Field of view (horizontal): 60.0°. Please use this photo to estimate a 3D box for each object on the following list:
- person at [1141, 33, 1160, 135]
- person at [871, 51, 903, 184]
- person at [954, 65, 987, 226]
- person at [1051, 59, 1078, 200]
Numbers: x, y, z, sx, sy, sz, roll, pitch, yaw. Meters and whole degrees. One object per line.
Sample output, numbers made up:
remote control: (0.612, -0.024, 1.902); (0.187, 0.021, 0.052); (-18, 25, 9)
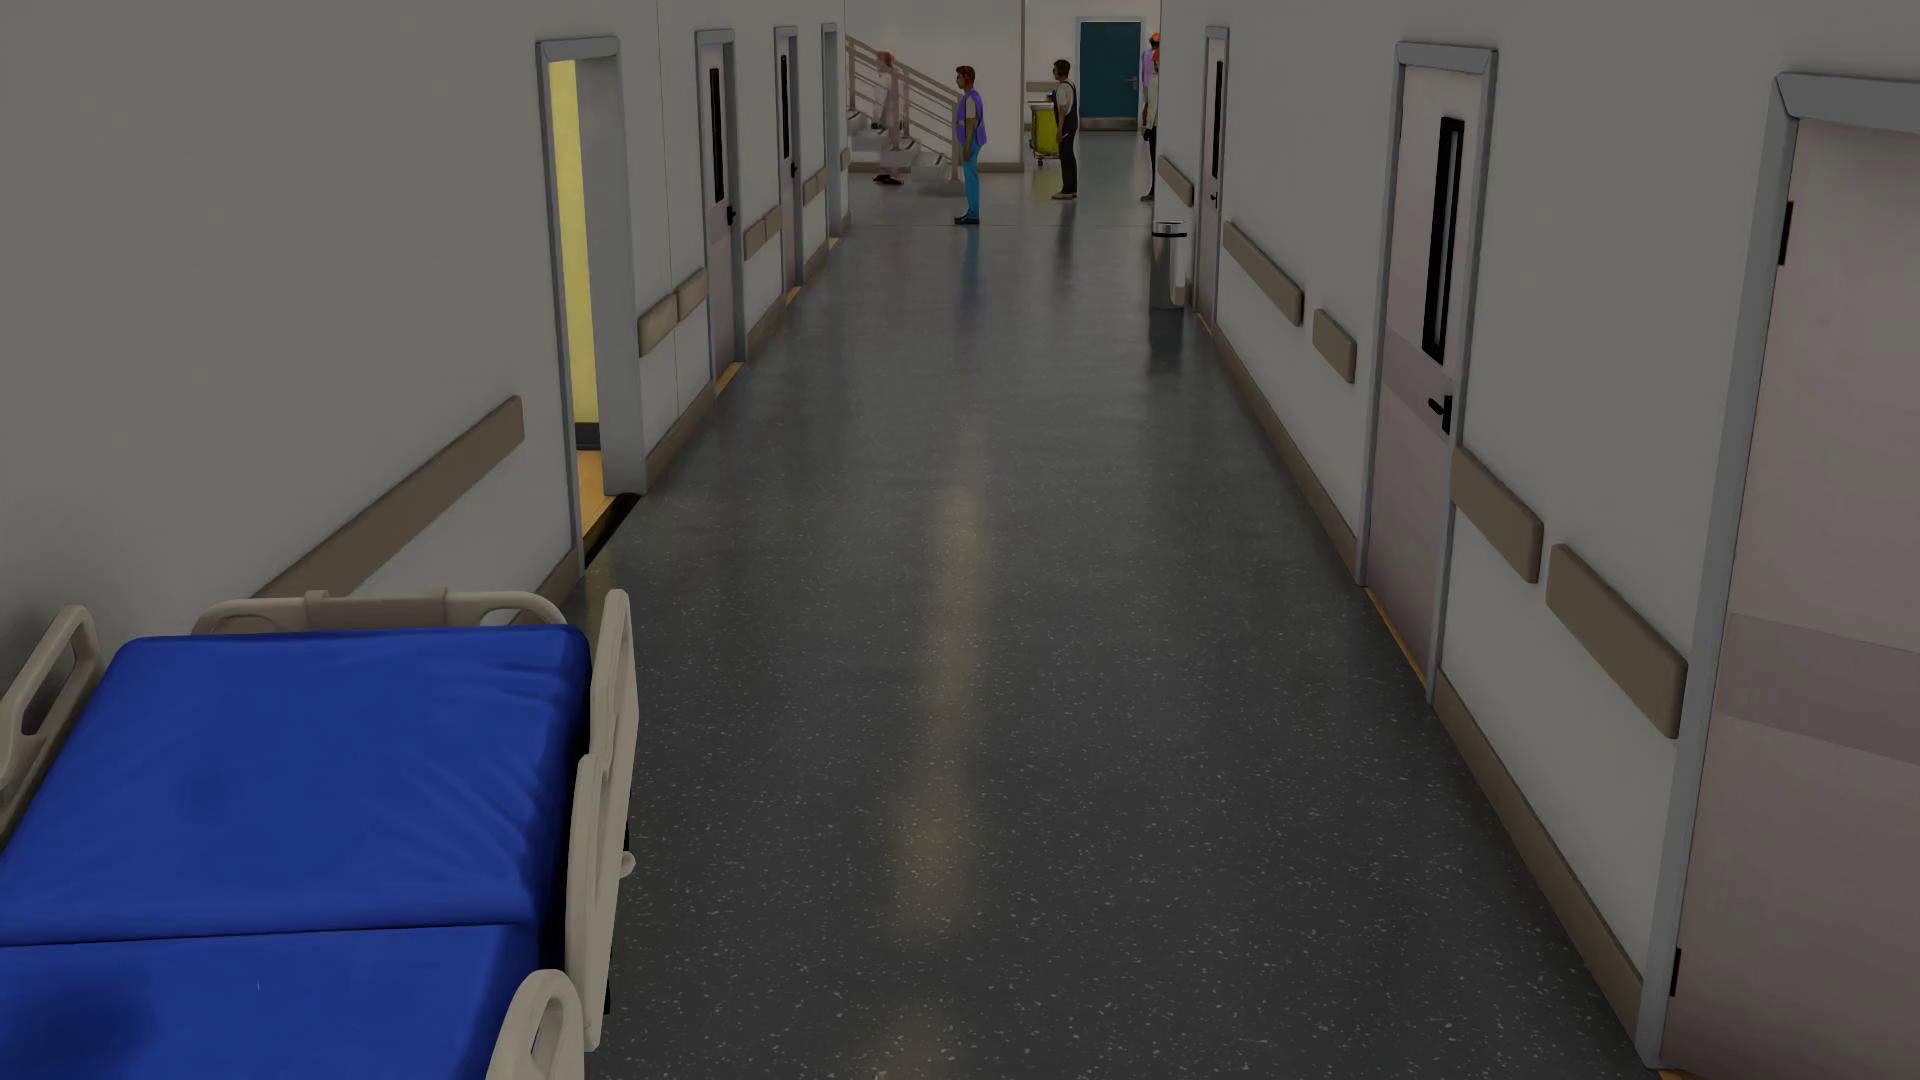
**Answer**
person: (3.929, -9.225, 33.716); (0.409, 2.030, 0.610); (-12, 21, -32)
person: (-1.134, -6.139, 24.229); (0.649, 1.883, 0.687); (5, 18, 15)
person: (0.124, -4.679, 19.739); (0.392, 1.837, 0.560); (0, 18, 0)
person: (1.403, -5.509, 22.348); (0.359, 1.839, 0.508); (6, 18, 17)
